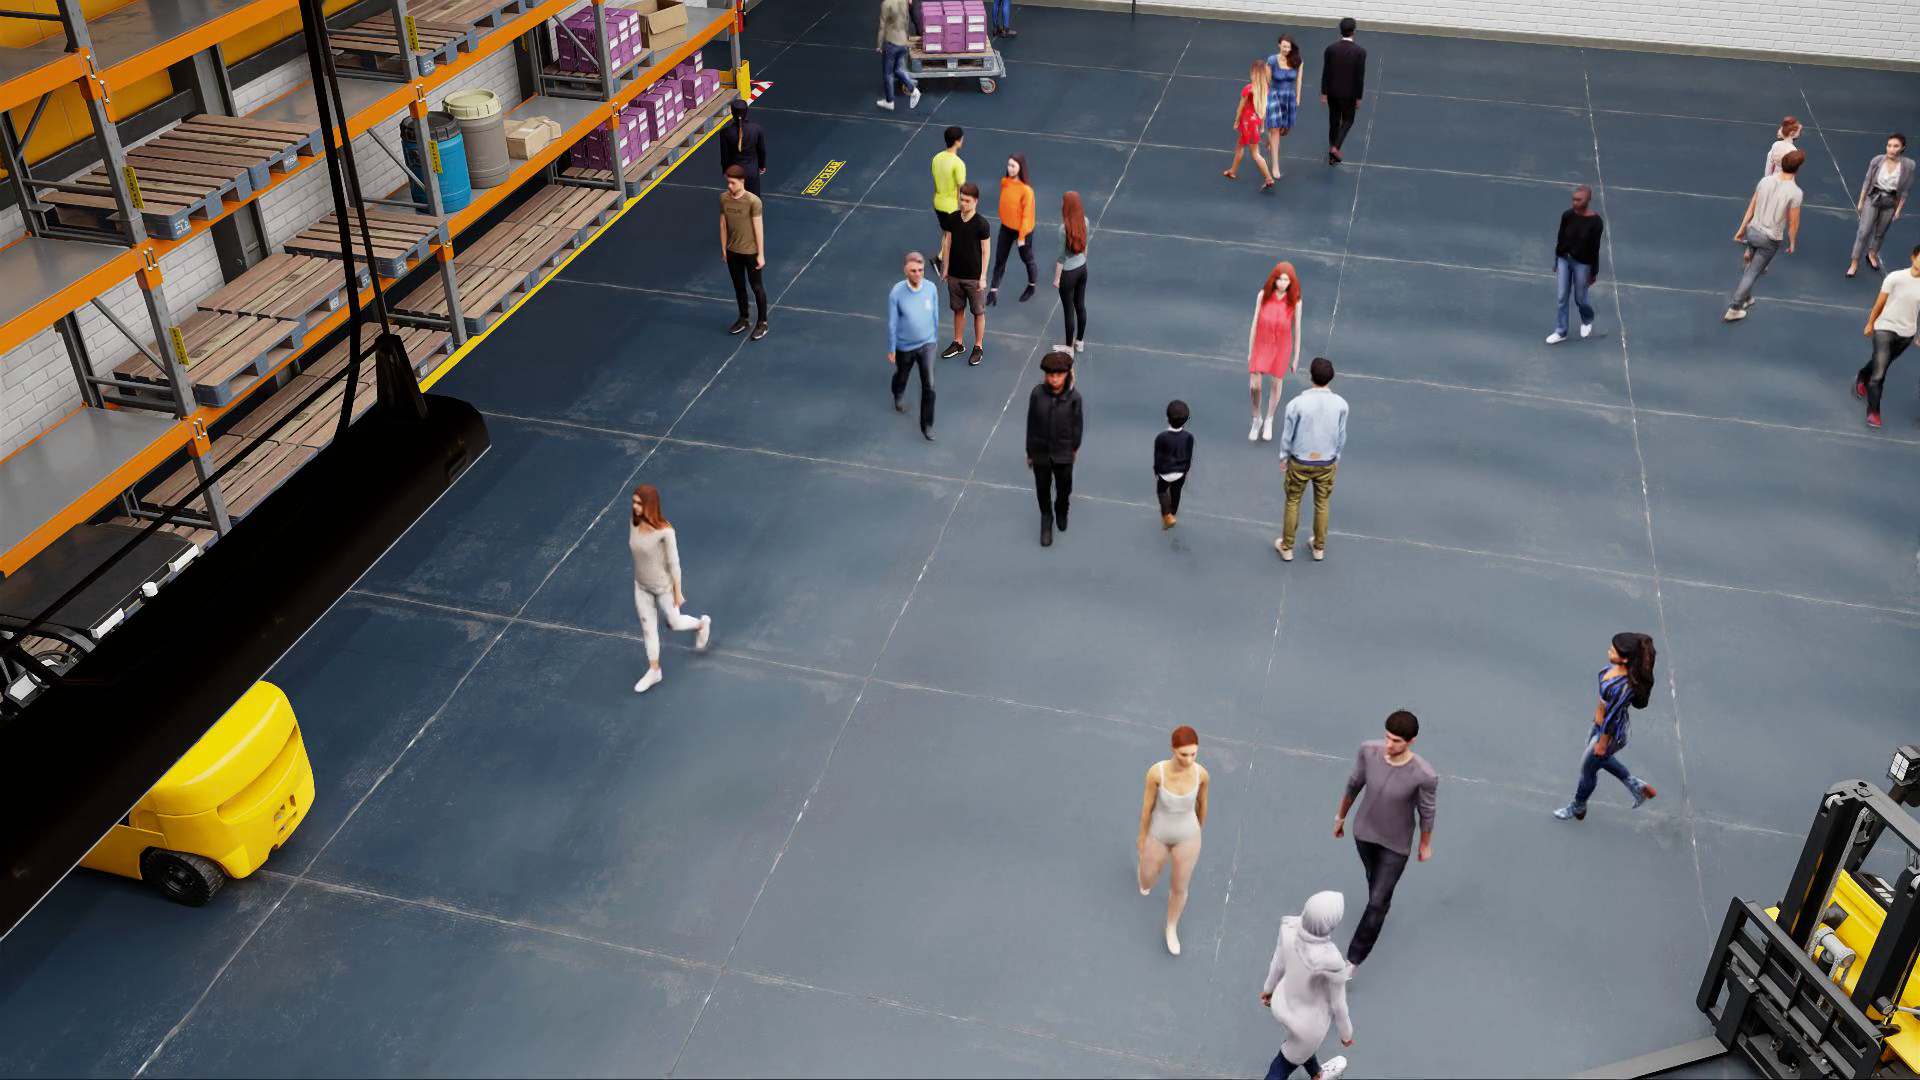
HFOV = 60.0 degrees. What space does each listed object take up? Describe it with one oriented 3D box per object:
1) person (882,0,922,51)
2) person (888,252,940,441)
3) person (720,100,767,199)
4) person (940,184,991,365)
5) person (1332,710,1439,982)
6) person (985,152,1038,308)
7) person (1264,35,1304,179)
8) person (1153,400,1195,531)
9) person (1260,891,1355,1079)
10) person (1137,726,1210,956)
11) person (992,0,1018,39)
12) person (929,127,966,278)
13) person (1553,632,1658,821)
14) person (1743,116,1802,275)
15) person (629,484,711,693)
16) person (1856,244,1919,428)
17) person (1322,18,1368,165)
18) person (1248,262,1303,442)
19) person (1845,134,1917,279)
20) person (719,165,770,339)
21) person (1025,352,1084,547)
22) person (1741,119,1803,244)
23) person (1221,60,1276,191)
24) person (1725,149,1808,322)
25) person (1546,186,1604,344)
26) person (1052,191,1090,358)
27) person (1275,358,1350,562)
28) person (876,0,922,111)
[{"bbox_3d":[-0.716,-8.319,25.311,1.062,1.741,0.932,-27,42,-34],"label":"person"},{"bbox_3d":[-0.455,-1.887,15.592,1.065,1.787,1.246,-10,35,-14],"label":"person"},{"bbox_3d":[-2.503,-4.263,19.272,0.802,1.671,0.824,-11,35,-16],"label":"person"},{"bbox_3d":[0.080,-2.699,16.746,0.725,1.863,0.670,17,37,24],"label":"person"},{"bbox_3d":[2.629,1.741,10.100,1.150,1.826,1.016,-28,43,-35],"label":"person"},{"bbox_3d":[0.672,-3.342,17.843,1.111,1.719,0.964,-26,42,-34],"label":"person"},{"bbox_3d":[4.041,-5.508,21.052,0.890,1.775,1.119,-4,34,-6],"label":"person"},{"bbox_3d":[1.834,-0.612,14.190,0.644,1.217,0.742,-6,34,-8],"label":"person"},{"bbox_3d":[1.746,2.583,8.905,1.081,1.747,1.035,-16,37,-23],"label":"person"},{"bbox_3d":[1.286,1.772,10.229,0.706,1.631,0.887,-1,34,-1],"label":"person"},{"bbox_3d":[0.670,-8.714,25.956,0.702,1.684,0.684,-26,42,-33],"label":"person"},{"bbox_3d":[-0.163,-3.715,18.428,0.845,1.693,0.990,25,41,33],"label":"person"},{"bbox_3d":[4.363,1.276,10.997,0.688,1.608,0.782,8,34,12],"label":"person"},{"bbox_3d":[9.062,-3.844,18.531,0.689,1.794,0.551,-6,34,-9],"label":"person"},{"bbox_3d":[-2.202,0.291,12.400,0.797,1.695,1.096,20,38,27],"label":"person"},{"bbox_3d":[8.865,-2.028,15.828,0.743,1.762,1.173,4,34,6],"label":"person"},{"bbox_3d":[4.856,-5.684,21.230,0.794,1.871,0.847,16,37,22],"label":"person"},{"bbox_3d":[2.897,-1.762,15.383,0.606,1.811,0.602,8,35,12],"label":"person"},{"bbox_3d":[10.262,-3.723,18.485,0.742,1.643,0.891,14,36,20],"label":"person"},{"bbox_3d":[-2.227,-3.005,17.219,0.695,1.849,0.612,14,36,20],"label":"person"},{"bbox_3d":[0.778,-0.812,13.994,0.669,1.766,0.735,3,34,5],"label":"person"},{"bbox_3d":[9.361,-4.078,19.089,0.650,1.566,0.497,4,34,6],"label":"person"},{"bbox_3d":[3.673,-5.108,20.654,1.075,1.549,1.005,-27,42,-35],"label":"person"},{"bbox_3d":[8.367,-3.147,17.421,1.022,1.862,0.955,-20,39,-28],"label":"person"},{"bbox_3d":[6.354,-2.840,17.082,0.862,1.726,0.978,25,41,33],"label":"person"},{"bbox_3d":[1.134,-2.695,16.849,0.633,1.742,0.731,-26,42,-33],"label":"person"},{"bbox_3d":[2.900,-0.650,13.716,0.740,1.804,0.685,-1,34,-1],"label":"person"},{"bbox_3d":[-0.838,-6.839,22.990,0.993,1.845,0.996,22,39,29],"label":"person"}]
